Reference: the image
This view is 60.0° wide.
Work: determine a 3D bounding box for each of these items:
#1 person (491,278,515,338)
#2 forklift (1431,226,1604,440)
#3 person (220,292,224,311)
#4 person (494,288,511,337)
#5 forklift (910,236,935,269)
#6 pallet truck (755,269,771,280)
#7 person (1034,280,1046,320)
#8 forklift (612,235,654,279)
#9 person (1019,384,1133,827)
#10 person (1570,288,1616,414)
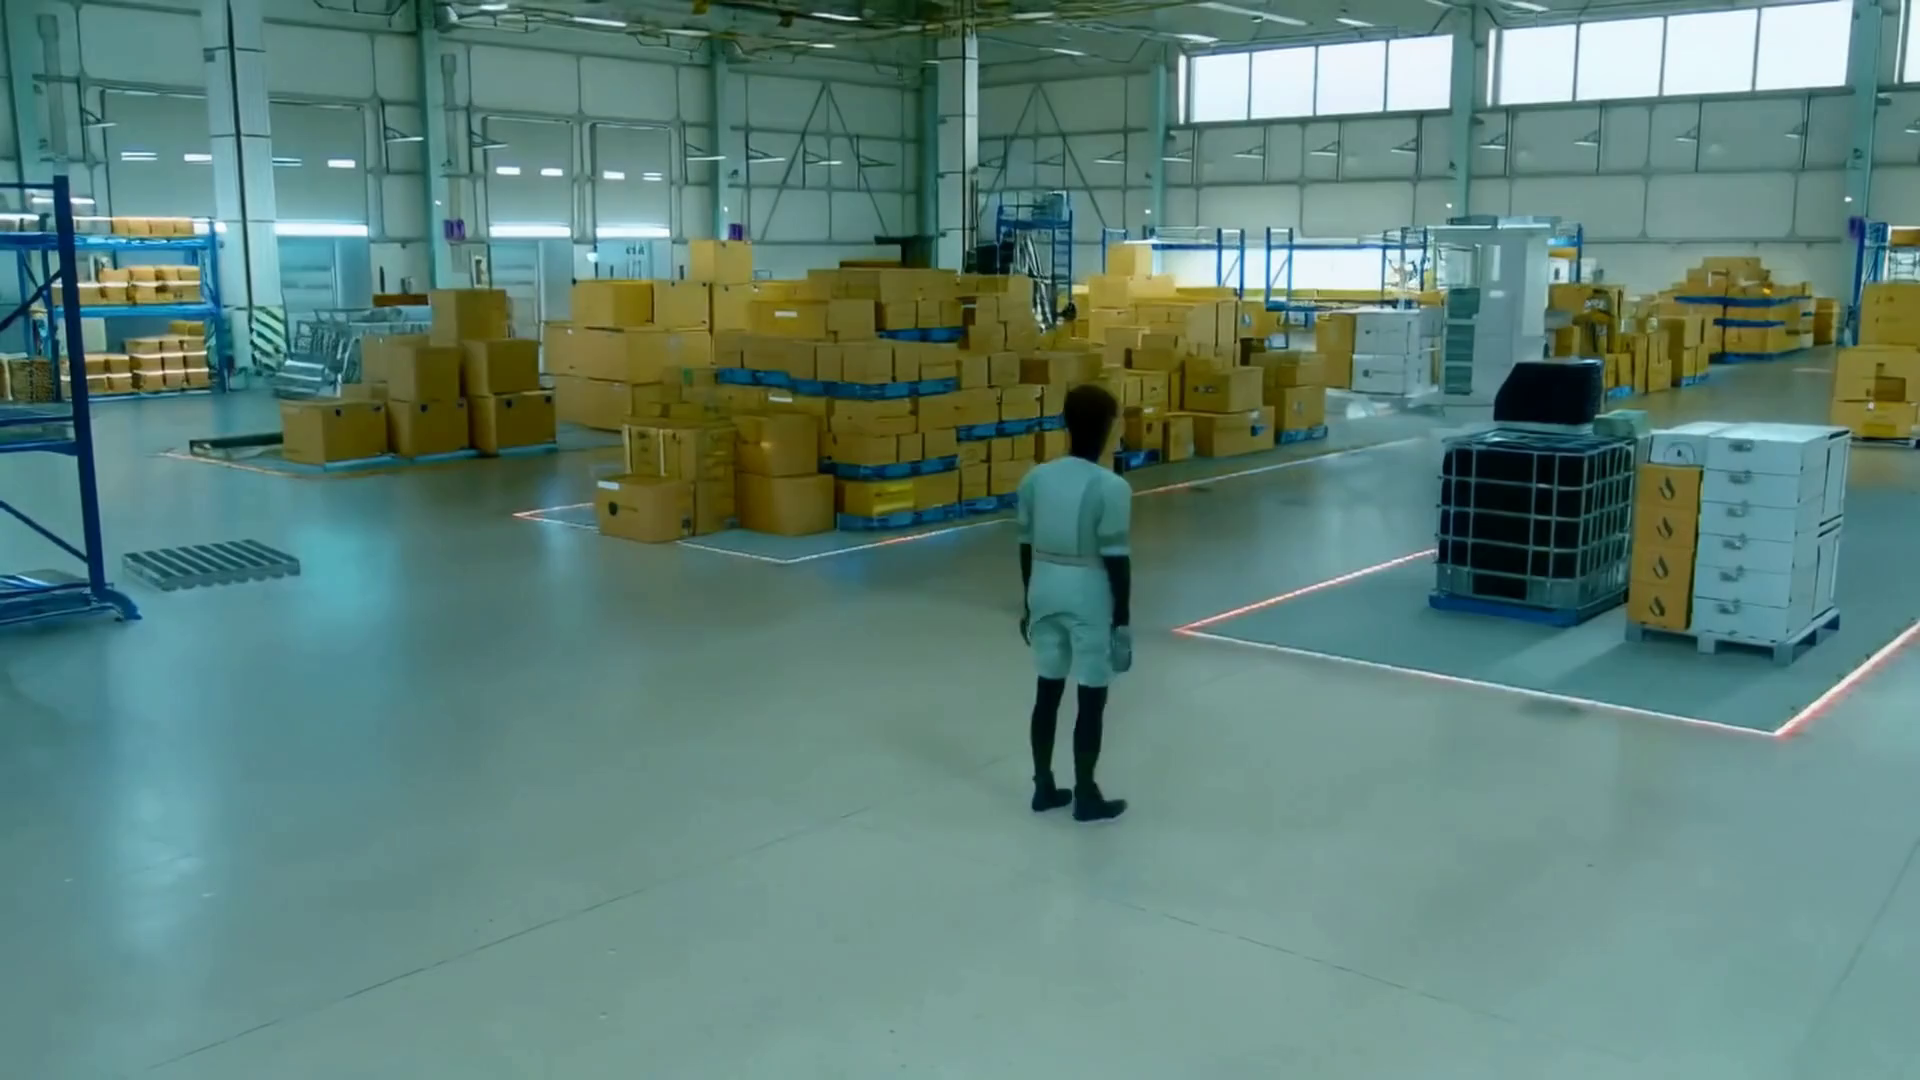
[{"bbox_3d":[-10.636,-5.174,38.778,0.388,1.854,0.784,8,13,37],"label":"person"},{"bbox_3d":[7.339,-2.688,21.696,1.873,2.768,1.129,8,13,40],"label":"forklift"},{"bbox_3d":[-16.883,-4.974,38.292,0.527,1.620,0.605,7,12,33],"label":"person"},{"bbox_3d":[-7.122,-2.913,25.659,0.631,1.939,0.370,8,13,40],"label":"person"},{"bbox_3d":[-0.894,-5.760,39.189,1.873,2.768,1.129,2,10,13],"label":"forklift"},{"bbox_3d":[-4.996,-6.432,45.525,1.885,1.965,0.823,-6,12,-32],"label":"pallet truck"},{"bbox_3d":[2.297,-6.872,48.338,0.570,1.889,0.554,0,10,-1],"label":"person"},{"bbox_3d":[-7.300,-5.450,37.421,1.873,2.768,1.129,8,13,40],"label":"forklift"},{"bbox_3d":[0.518,0.295,7.390,0.632,1.956,0.436,9,13,42],"label":"person"},{"bbox_3d":[8.781,-2.489,23.083,0.614,1.994,0.381,8,13,40],"label":"person"}]
